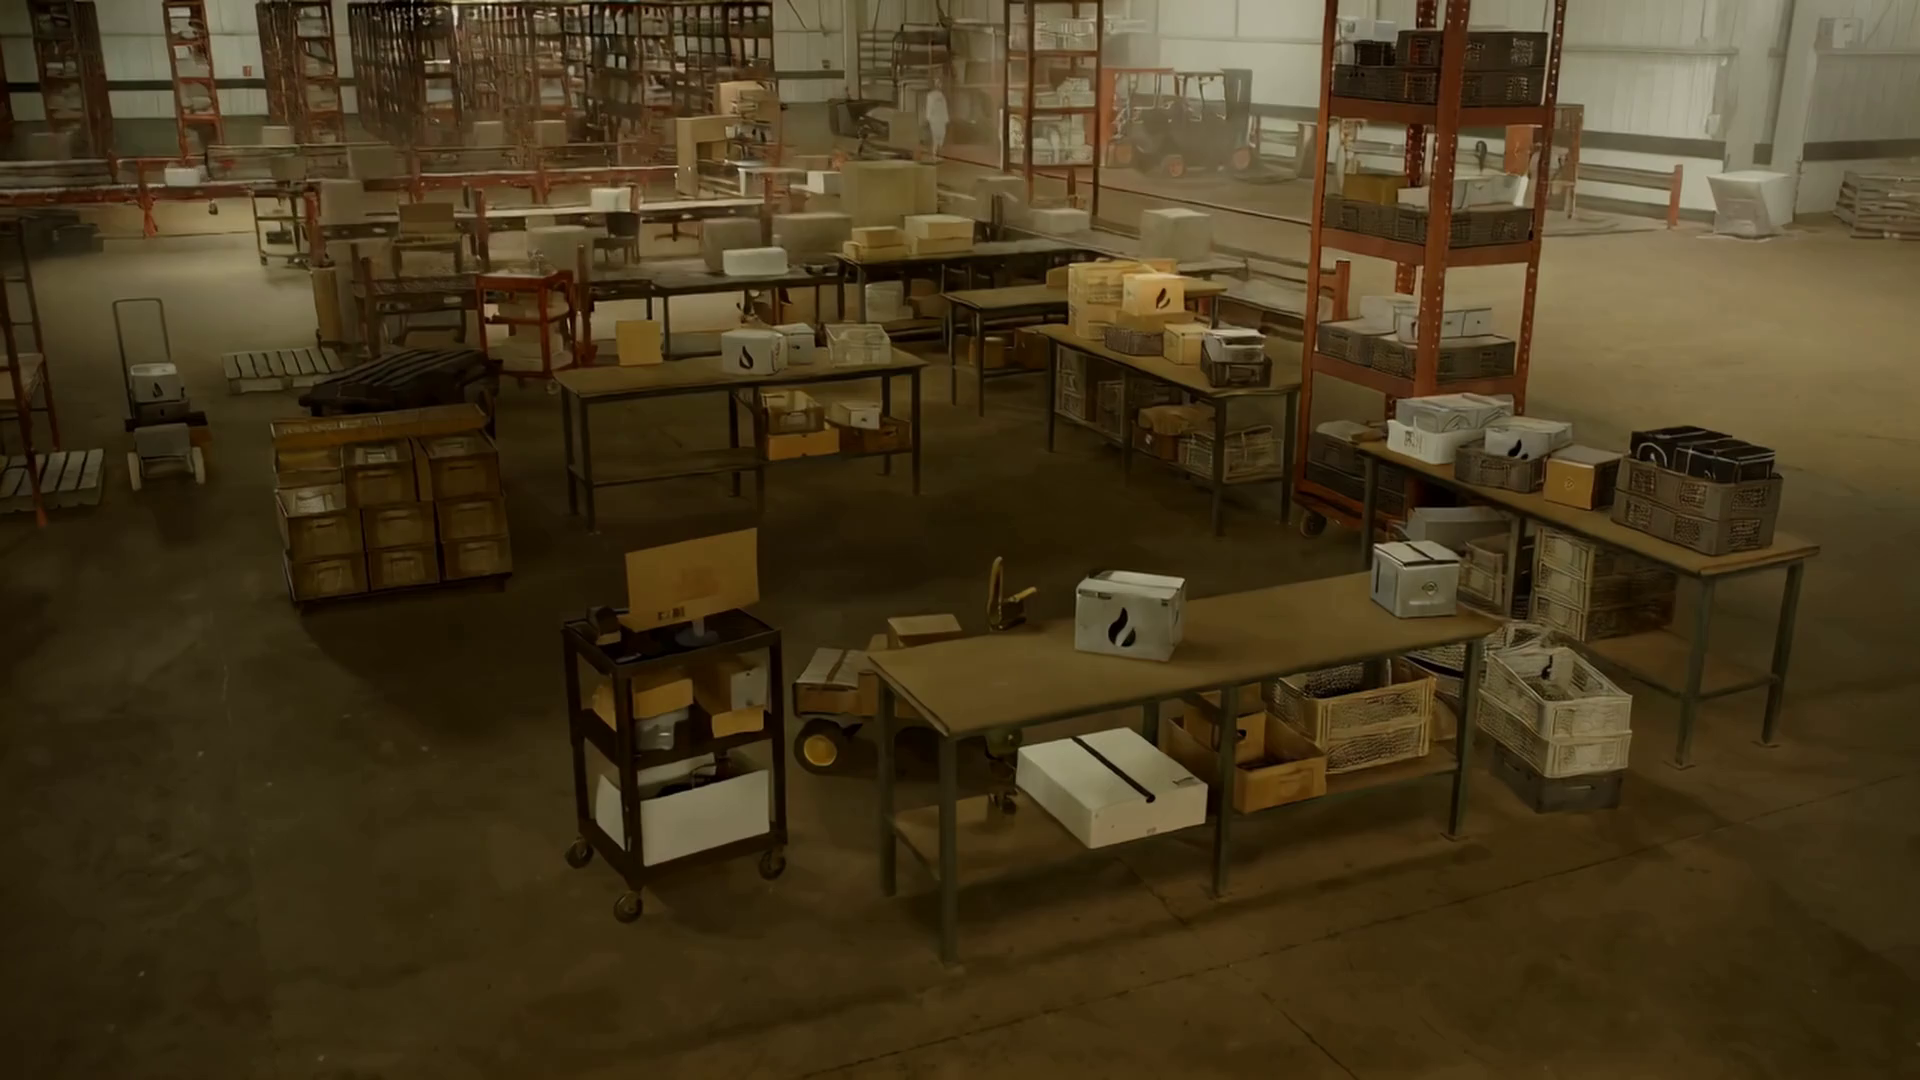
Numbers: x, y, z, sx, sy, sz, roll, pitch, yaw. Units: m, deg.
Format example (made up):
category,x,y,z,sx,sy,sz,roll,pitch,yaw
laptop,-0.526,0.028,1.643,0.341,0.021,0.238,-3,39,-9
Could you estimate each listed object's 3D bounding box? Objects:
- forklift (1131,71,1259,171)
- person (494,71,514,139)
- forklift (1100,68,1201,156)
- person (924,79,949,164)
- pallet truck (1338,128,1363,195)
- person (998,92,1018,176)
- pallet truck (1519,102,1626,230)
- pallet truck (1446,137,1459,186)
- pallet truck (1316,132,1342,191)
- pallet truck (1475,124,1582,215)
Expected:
category,x,y,z,sx,sy,sz,roll,pitch,yaw
forklift,4.998,-8.936,35.413,2.680,1.987,1.157,-9,20,-25
person,-12.510,-11.838,45.346,0.614,1.824,0.590,-5,18,-14
forklift,4.082,-9.564,37.410,2.680,1.987,1.157,-8,19,-23
person,-0.519,-9.604,38.192,0.537,1.898,0.657,-16,24,-41
pallet truck,7.845,-7.140,31.411,1.522,1.261,0.704,-9,20,-25
person,0.966,-8.137,33.674,0.404,1.828,0.600,3,18,10
pallet truck,9.972,-6.037,26.785,1.885,1.965,0.823,-9,20,-25
pallet truck,9.184,-6.485,29.328,1.630,1.274,0.653,-8,19,-23
pallet truck,7.723,-7.504,32.656,1.601,1.201,0.680,-8,19,-23
pallet truck,9.707,-6.455,28.103,1.885,1.965,0.823,-7,19,-20
